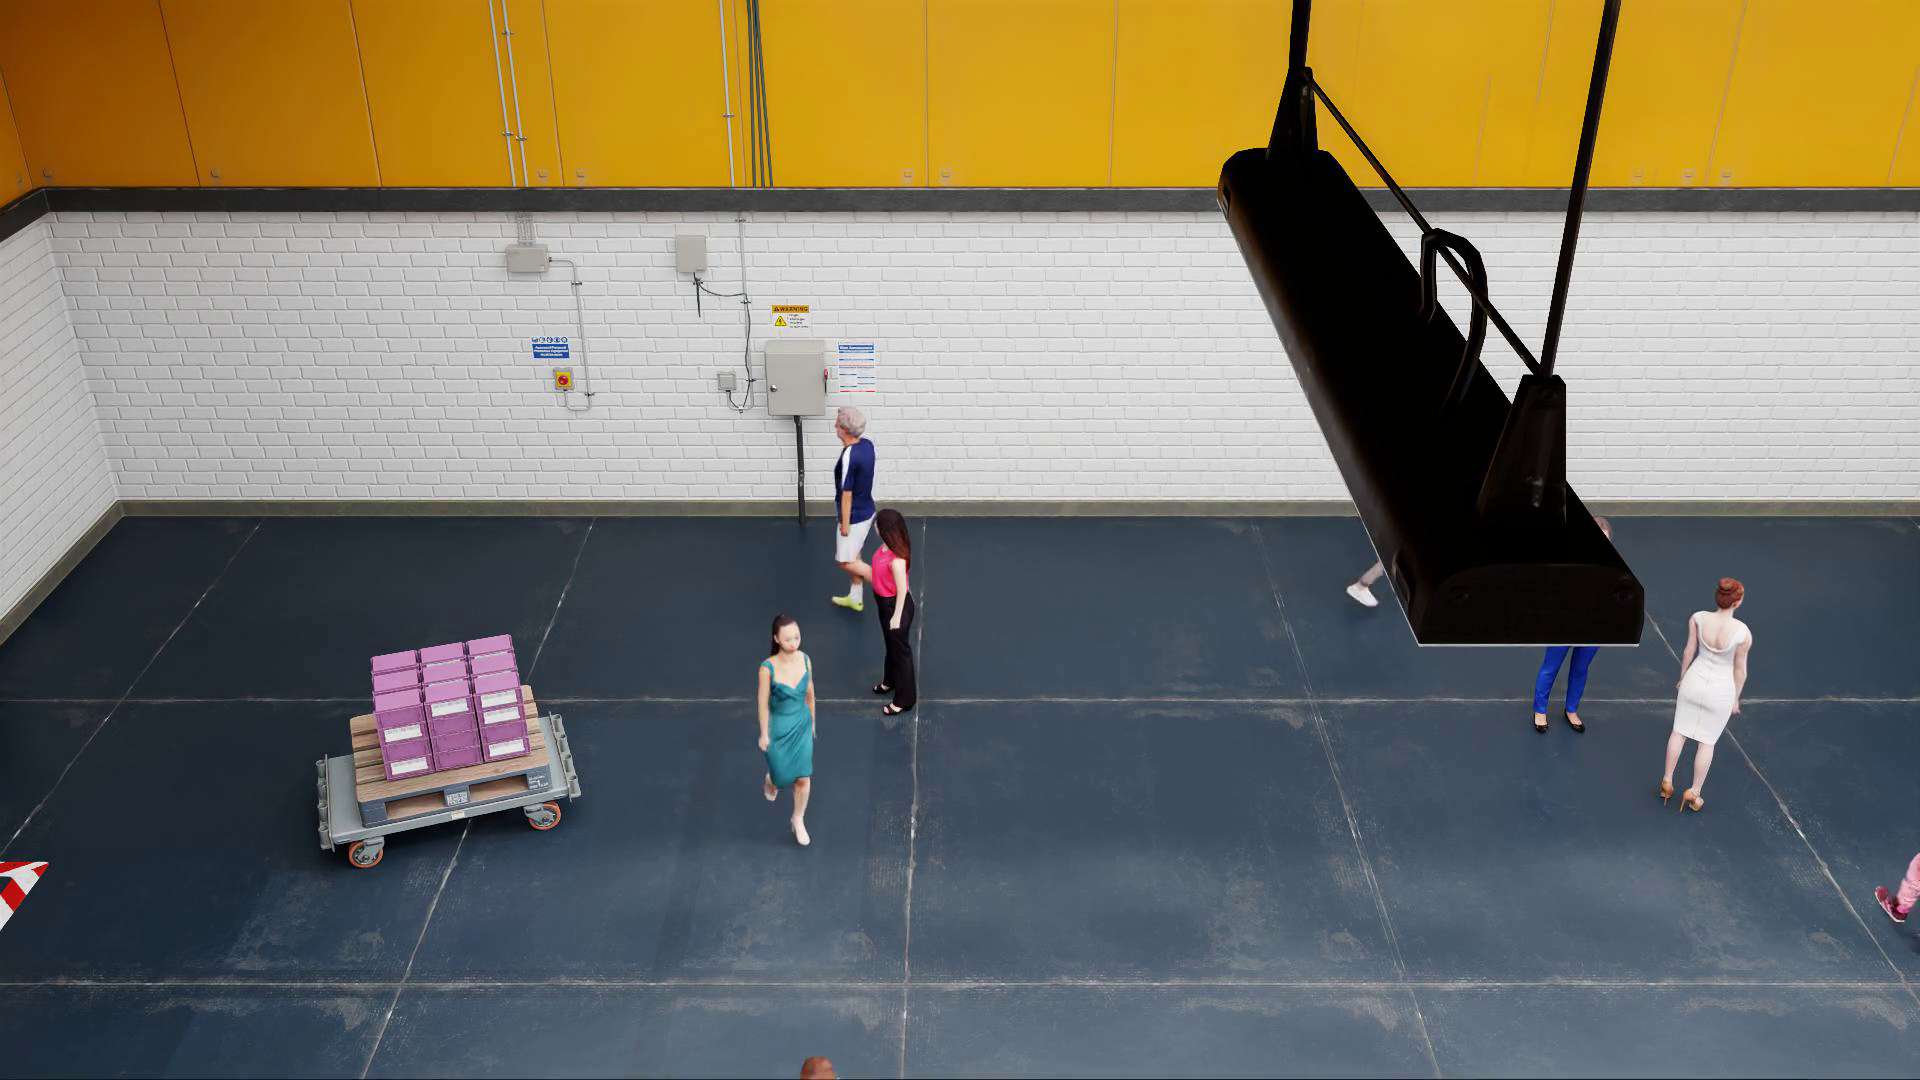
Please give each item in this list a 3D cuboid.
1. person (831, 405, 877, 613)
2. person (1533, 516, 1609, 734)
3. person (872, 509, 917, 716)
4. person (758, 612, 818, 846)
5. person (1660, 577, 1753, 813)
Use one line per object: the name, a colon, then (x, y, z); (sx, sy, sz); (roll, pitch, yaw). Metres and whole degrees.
person: (-0.760, -0.193, 13.185); (0.828, 1.826, 0.899); (7, 29, 12)
person: (4.400, 0.592, 11.877); (0.608, 1.701, 0.540); (-1, 29, -1)
person: (-0.484, 0.500, 12.090); (0.690, 1.658, 0.519); (-5, 29, -10)
person: (-1.145, 1.208, 10.775); (0.753, 1.675, 0.845); (-16, 32, -27)
person: (4.928, 1.018, 11.000); (0.684, 1.793, 0.619); (-25, 37, -37)
